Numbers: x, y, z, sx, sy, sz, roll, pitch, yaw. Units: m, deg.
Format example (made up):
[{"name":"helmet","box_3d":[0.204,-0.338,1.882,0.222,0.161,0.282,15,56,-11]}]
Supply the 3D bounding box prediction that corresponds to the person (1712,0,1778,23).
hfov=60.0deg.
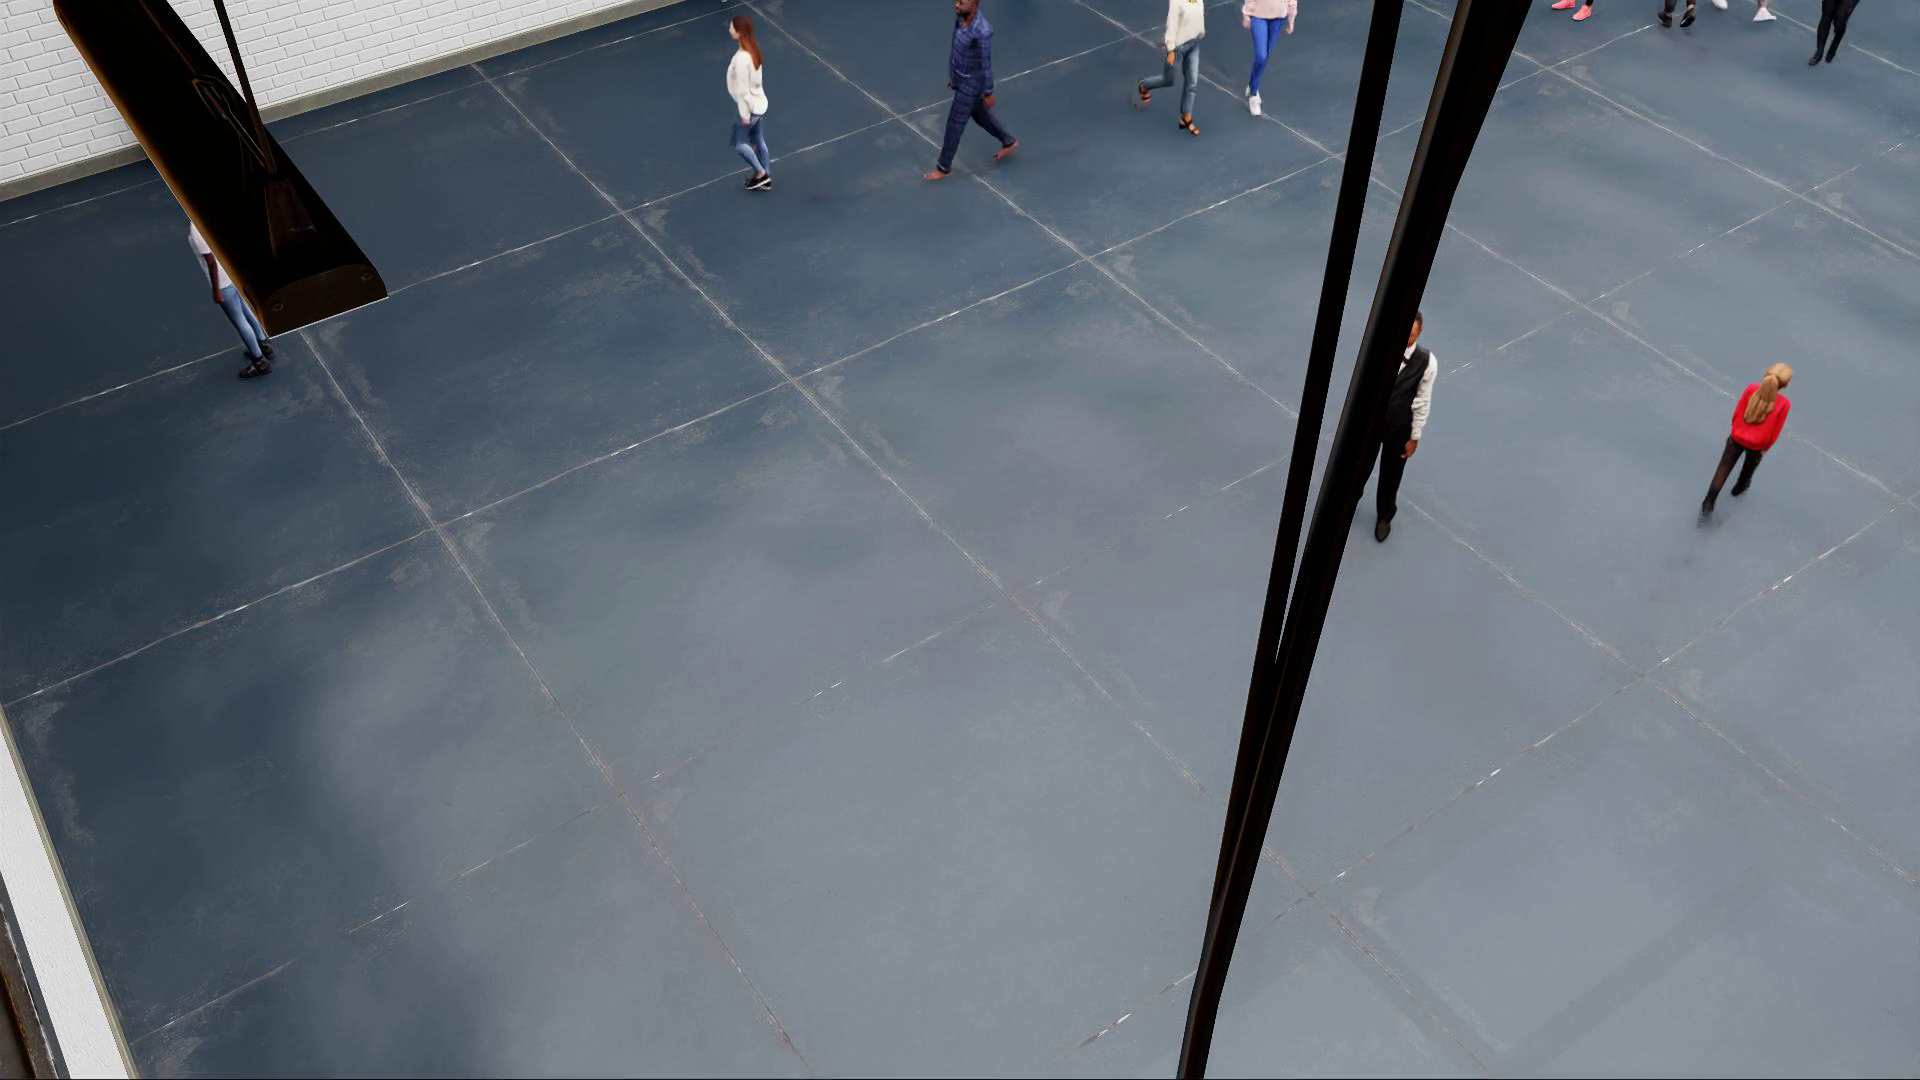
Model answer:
[{"name":"person","box_3d":[8.278,-6.371,17.357,1.151,1.792,1.063,-6,44,-7]}]

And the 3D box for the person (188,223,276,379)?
[{"name":"person","box_3d":[-5.672,-2.029,12.853,0.681,1.719,0.668,-3,44,-3]}]

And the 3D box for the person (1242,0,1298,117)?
[{"name":"person","box_3d":[2.926,-5.034,15.986,0.794,1.749,0.839,-8,44,-9]}]

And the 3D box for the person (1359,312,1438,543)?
[{"name":"person","box_3d":[2.939,-0.820,11.443,0.772,1.913,0.764,19,47,19]}]

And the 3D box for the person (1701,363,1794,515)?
[{"name":"person","box_3d":[5.569,-0.707,11.793,0.656,1.266,0.945,29,50,27]}]

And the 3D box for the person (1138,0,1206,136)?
[{"name":"person","box_3d":[2.025,-4.676,15.680,0.982,1.654,0.769,-34,53,-31]}]

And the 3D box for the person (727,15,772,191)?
[{"name":"person","box_3d":[-1.791,-3.843,14.784,0.791,1.682,0.730,7,44,7]}]

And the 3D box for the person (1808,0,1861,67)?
[{"name":"person","box_3d":[8.858,-5.559,16.592,0.628,1.673,0.650,32,52,29]}]

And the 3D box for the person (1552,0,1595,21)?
[{"name":"person","box_3d":[6.632,-6.305,17.359,0.543,1.694,0.606,-22,48,-21]}]

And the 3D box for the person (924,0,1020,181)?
[{"name":"person","box_3d":[0.179,-4.128,15.018,1.271,1.772,0.866,-16,46,-16]}]
